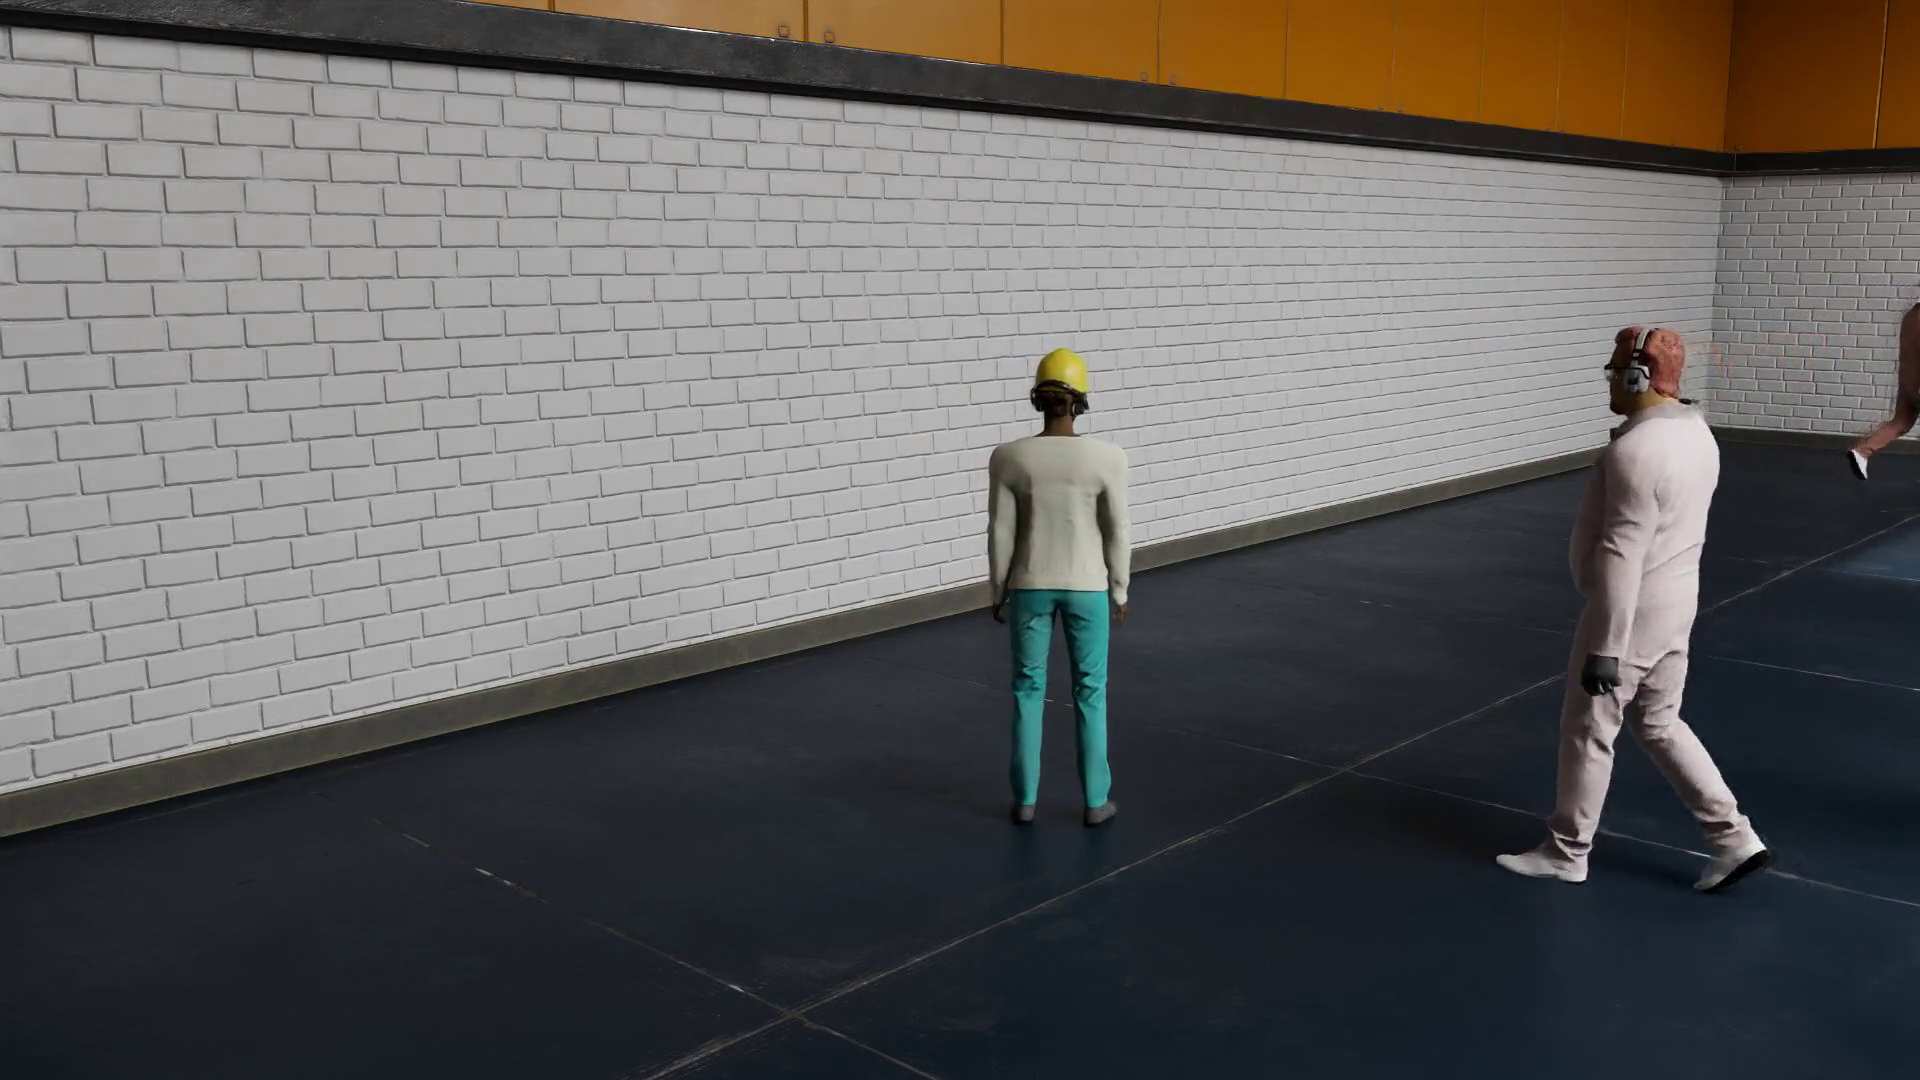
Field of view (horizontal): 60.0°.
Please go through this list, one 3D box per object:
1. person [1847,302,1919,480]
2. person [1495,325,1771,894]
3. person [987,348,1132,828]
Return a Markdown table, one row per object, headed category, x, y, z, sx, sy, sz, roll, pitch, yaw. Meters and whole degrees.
| category | x | y | z | sx | sy | sz | roll | pitch | yaw |
| --- | --- | --- | --- | --- | --- | --- | --- | --- | --- |
| person | 8.542 | -1.418 | 14.927 | 0.841 | 1.879 | 0.645 | 1 | 10 | 6 |
| person | 2.234 | 0.257 | 5.423 | 0.702 | 1.913 | 0.682 | 9 | 13 | 42 |
| person | 0.368 | 0.183 | 6.125 | 0.531 | 1.767 | 0.325 | 2 | 10 | 10 |
